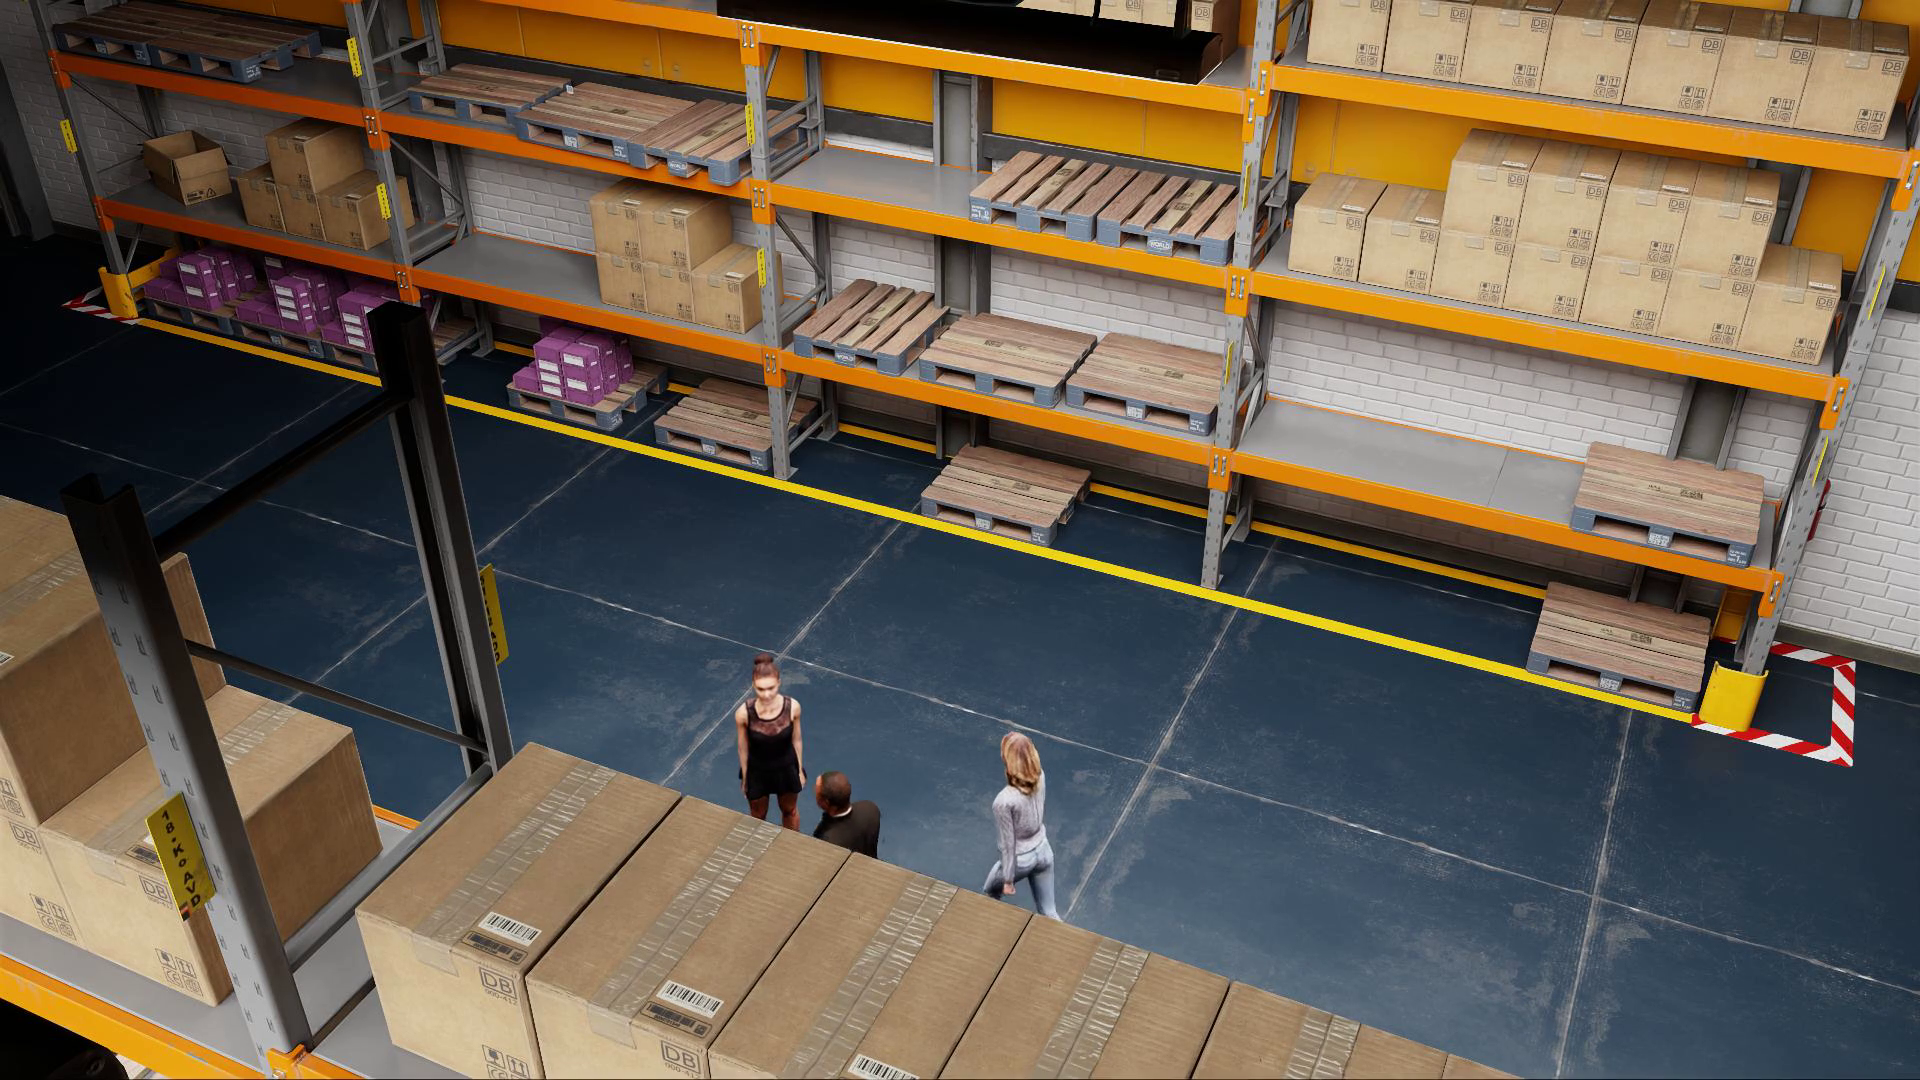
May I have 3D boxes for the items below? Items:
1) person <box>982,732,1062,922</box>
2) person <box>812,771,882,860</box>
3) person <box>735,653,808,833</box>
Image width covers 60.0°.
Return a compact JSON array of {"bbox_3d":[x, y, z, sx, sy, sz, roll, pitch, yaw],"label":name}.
[{"bbox_3d":[0.430,1.916,9.627,1.243,1.742,0.905,28,43,36],"label":"person"},{"bbox_3d":[-0.542,2.071,9.259,0.749,1.892,0.778,24,40,31],"label":"person"},{"bbox_3d":[-1.177,1.429,10.422,0.670,1.673,0.740,-8,34,-12],"label":"person"}]
